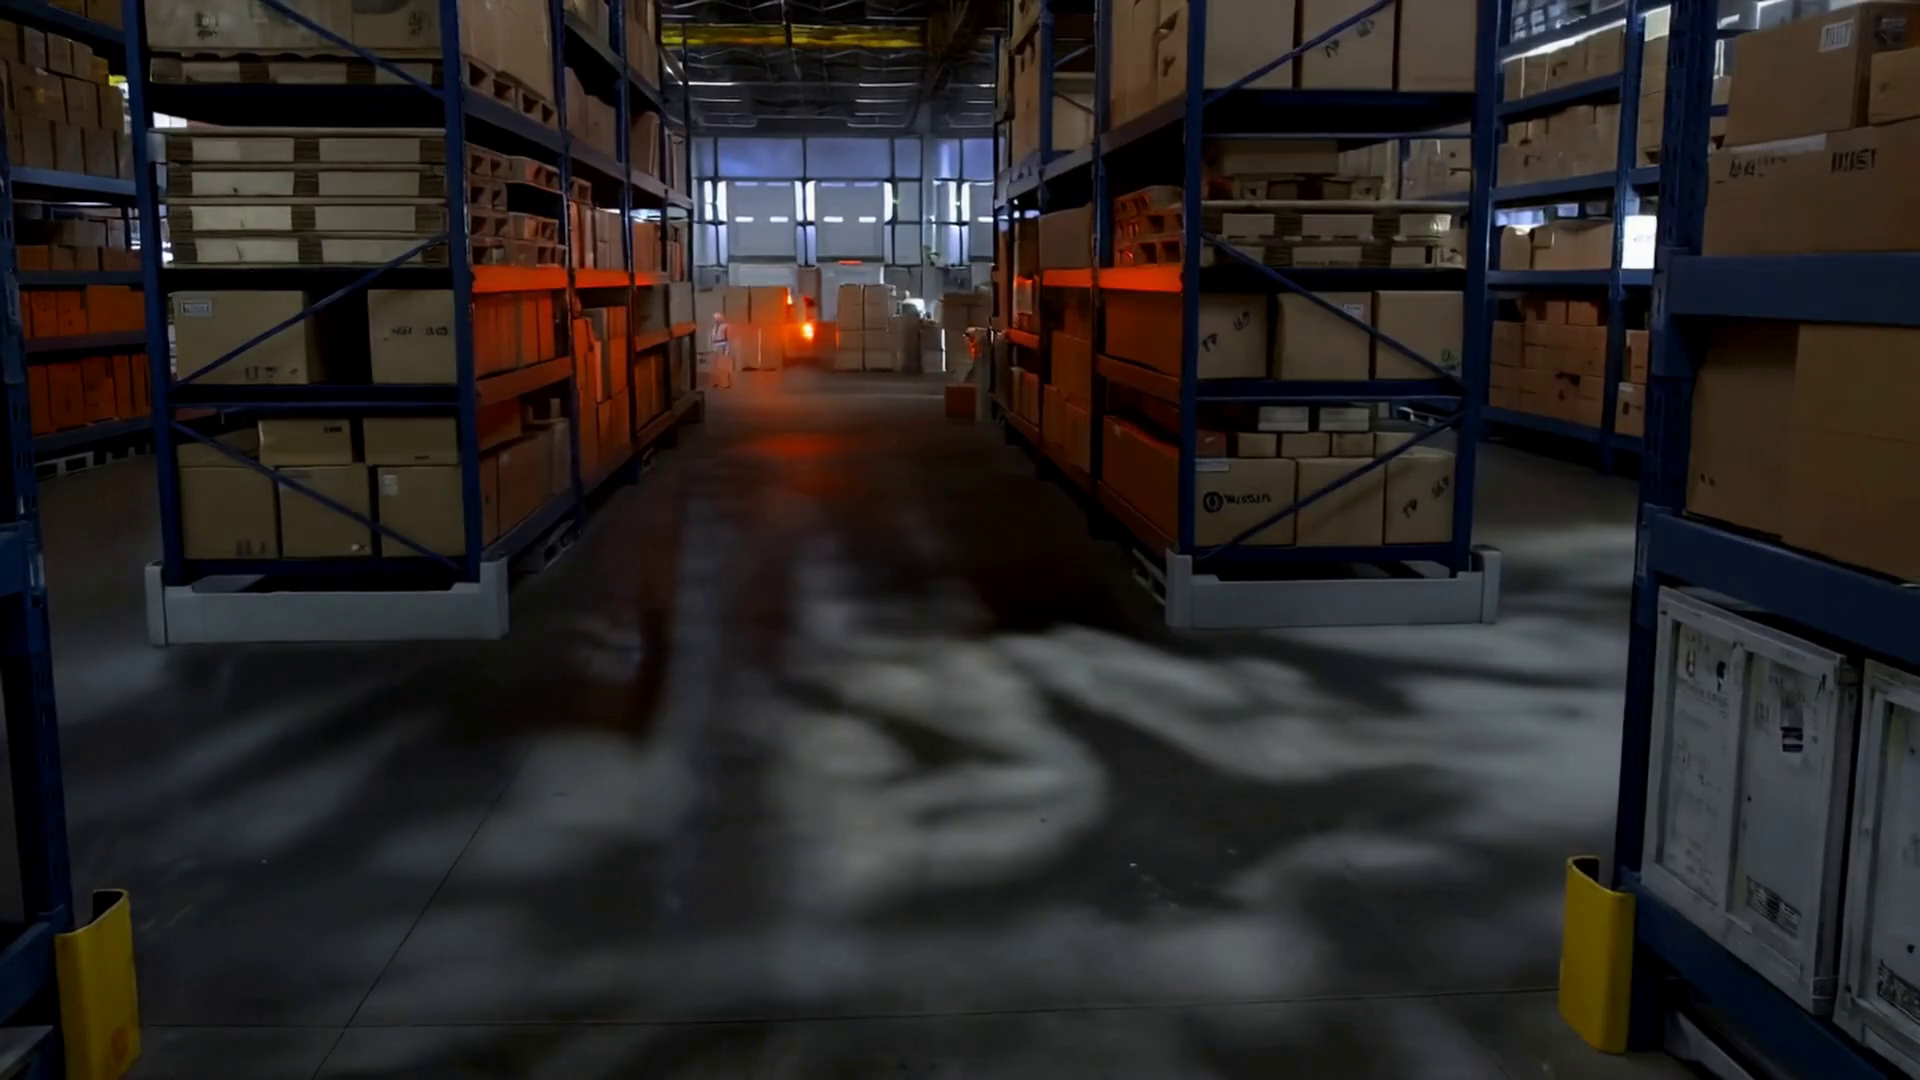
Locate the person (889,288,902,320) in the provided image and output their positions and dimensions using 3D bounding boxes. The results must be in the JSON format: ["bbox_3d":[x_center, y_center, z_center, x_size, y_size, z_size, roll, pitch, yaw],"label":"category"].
[{"bbox_3d":[-2.305,-7.816,57.906,0.639,1.927,0.387,3,10,20],"label":"person"}]

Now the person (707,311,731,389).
[{"bbox_3d":[-4.986,-3.908,34.319,0.537,1.615,0.633,8,12,42],"label":"person"}]

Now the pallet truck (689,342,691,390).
[{"bbox_3d":[-5.225,-3.008,27.480,1.885,1.965,0.823,2,9,14],"label":"pallet truck"}]

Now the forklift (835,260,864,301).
[{"bbox_3d":[-3.484,-7.453,52.630,1.129,2.768,1.873,-1,9,-4],"label":"forklift"}]
